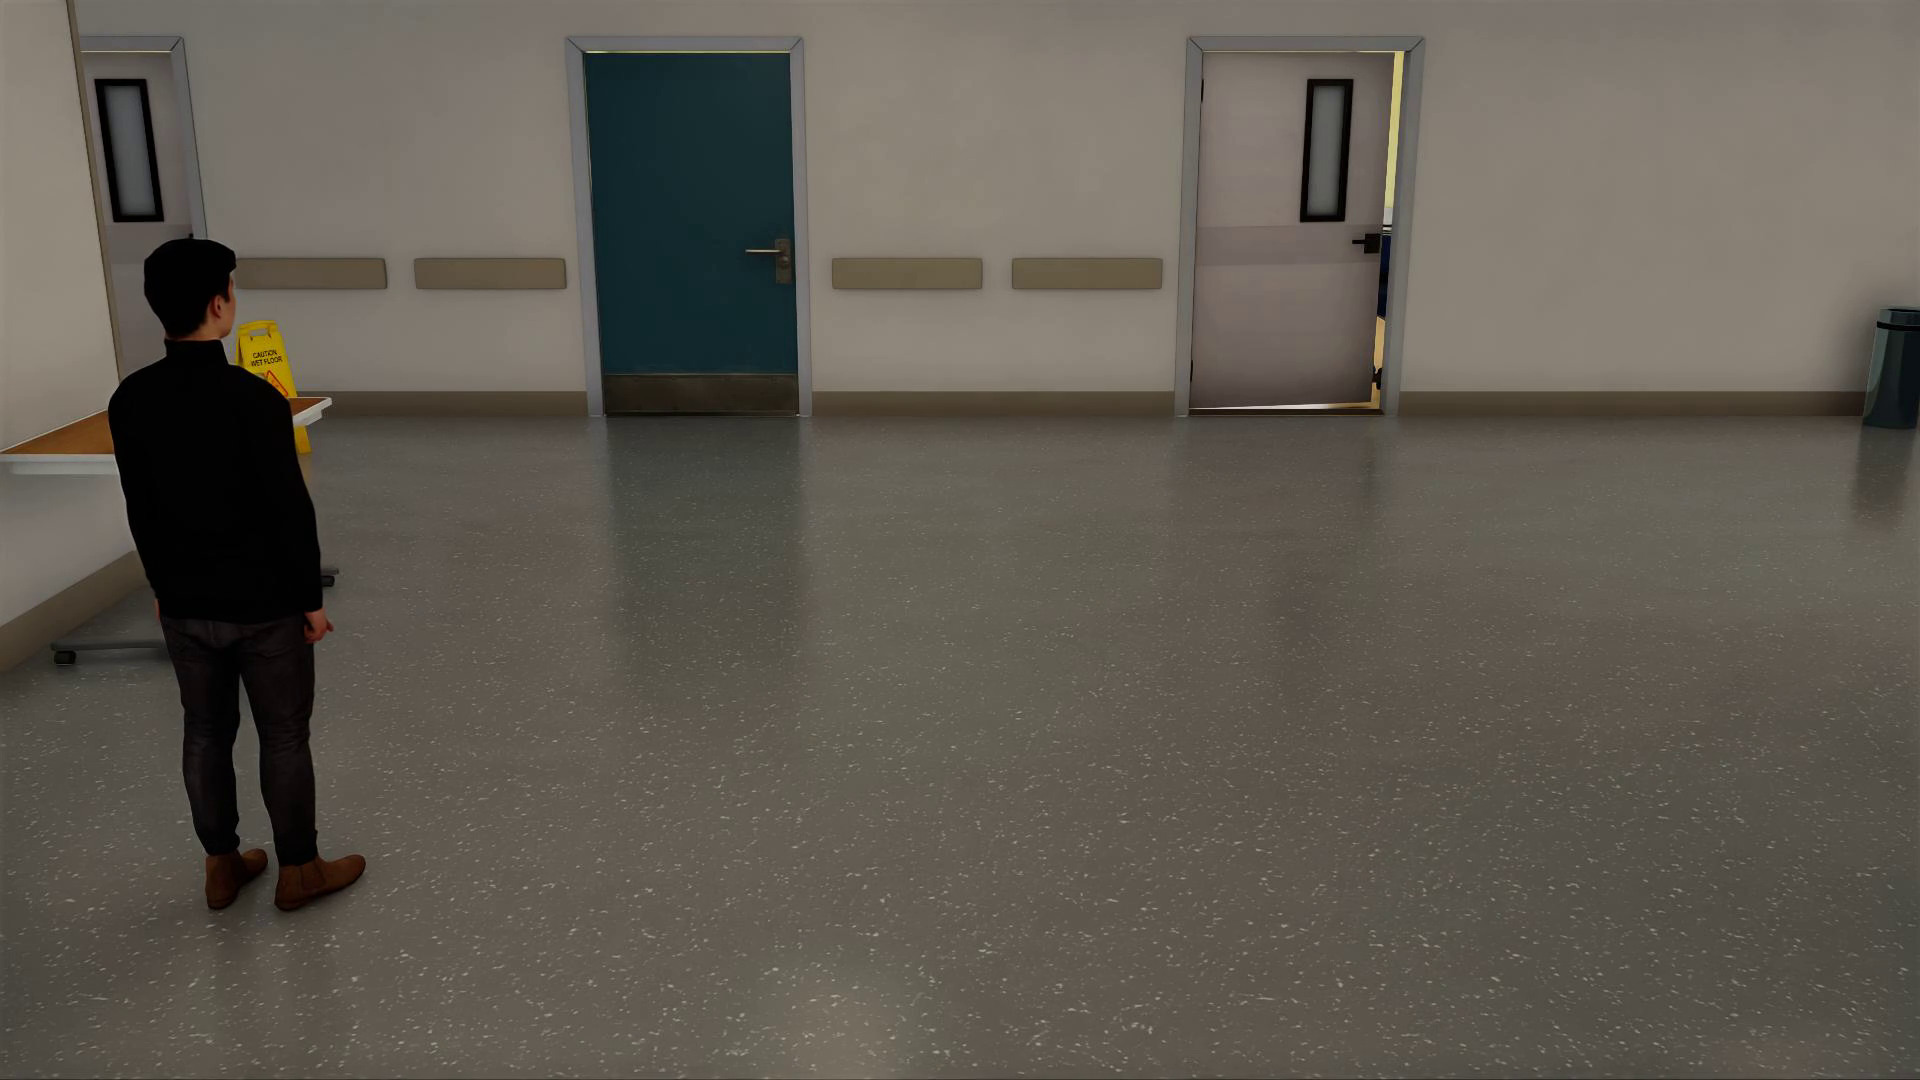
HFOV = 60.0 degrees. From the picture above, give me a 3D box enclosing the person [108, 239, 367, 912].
[{"bbox_3d":[-1.837,0.108,4.192,0.537,1.723,0.739,3,16,10],"label":"person"}]
